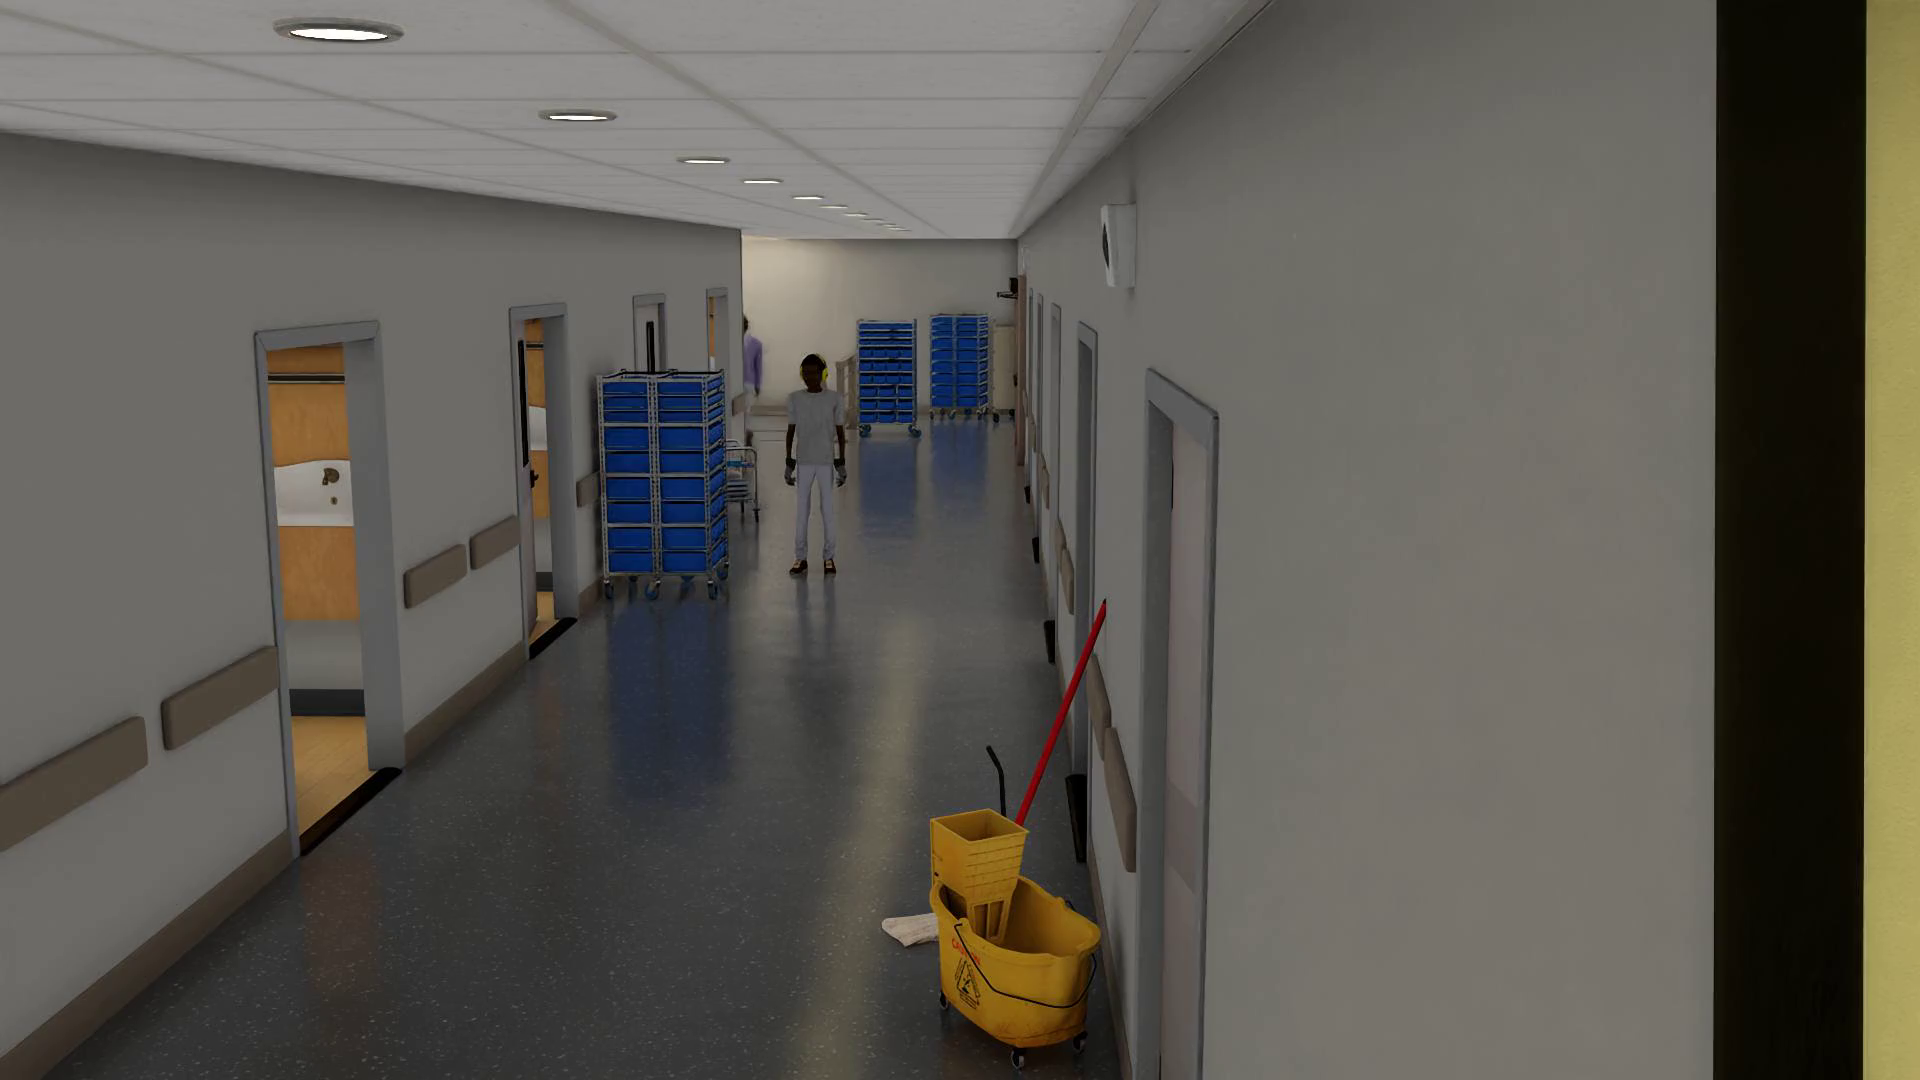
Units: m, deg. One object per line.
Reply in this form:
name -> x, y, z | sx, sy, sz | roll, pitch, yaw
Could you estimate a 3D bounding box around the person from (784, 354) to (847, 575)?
person -> -1.214, -0.631, 13.974 | 0.532, 1.864, 0.312 | 0, 9, 2
